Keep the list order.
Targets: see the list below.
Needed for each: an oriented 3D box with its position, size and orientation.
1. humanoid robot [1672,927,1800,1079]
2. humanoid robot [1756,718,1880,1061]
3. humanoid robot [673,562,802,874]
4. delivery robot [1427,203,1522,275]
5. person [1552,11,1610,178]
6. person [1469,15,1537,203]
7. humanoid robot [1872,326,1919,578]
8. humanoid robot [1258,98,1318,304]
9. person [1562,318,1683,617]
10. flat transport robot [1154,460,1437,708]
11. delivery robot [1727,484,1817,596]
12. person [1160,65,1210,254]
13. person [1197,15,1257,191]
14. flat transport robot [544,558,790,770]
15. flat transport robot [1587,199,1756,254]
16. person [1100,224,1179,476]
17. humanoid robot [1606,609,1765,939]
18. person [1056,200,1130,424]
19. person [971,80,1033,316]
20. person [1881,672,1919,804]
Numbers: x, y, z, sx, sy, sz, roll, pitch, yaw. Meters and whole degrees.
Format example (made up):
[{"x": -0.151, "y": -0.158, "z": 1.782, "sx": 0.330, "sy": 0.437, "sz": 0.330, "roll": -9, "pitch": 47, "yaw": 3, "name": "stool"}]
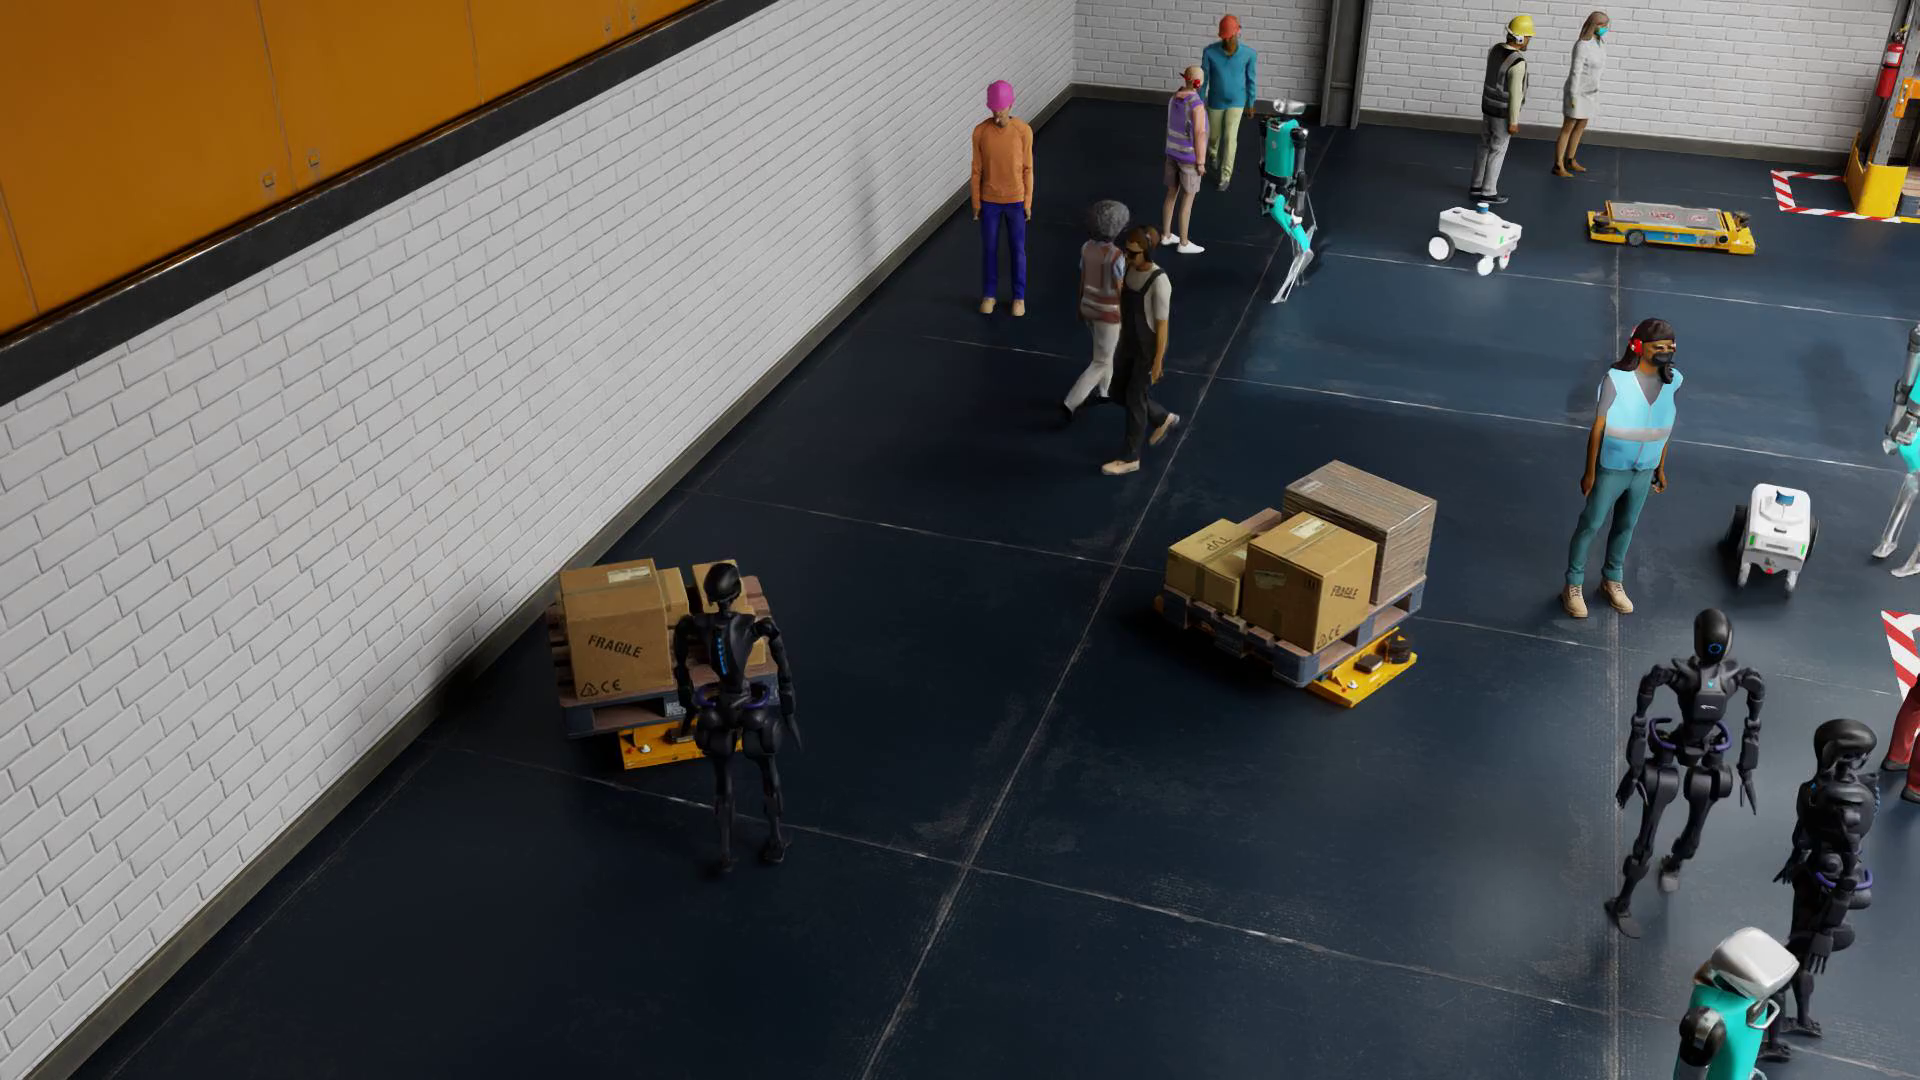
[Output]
[{"x": 2.739, "y": 2.159, "z": 5.525, "sx": 0.538, "sy": 1.773, "sz": 0.949, "roll": -27, "pitch": 40, "yaw": -37, "name": "humanoid robot"}, {"x": 3.528, "y": 1.439, "z": 6.796, "sx": 0.403, "sy": 1.638, "sz": 0.610, "roll": 6, "pitch": 31, "yaw": 10, "name": "humanoid robot"}, {"x": -1.050, "y": 0.871, "z": 7.785, "sx": 0.600, "sy": 1.670, "sz": 0.454, "roll": 3, "pitch": 31, "yaw": 6, "name": "humanoid robot"}, {"x": 4.650, "y": -2.747, "z": 15.036, "sx": 0.502, "sy": 0.613, "sz": 0.785, "roll": -24, "pitch": 38, "yaw": -34, "name": "delivery robot"}, {"x": 6.375, "y": -4.561, "z": 17.014, "sx": 0.490, "sy": 1.656, "sz": 0.338, "roll": -23, "pitch": 37, "yaw": -34, "name": "person"}, {"x": 5.303, "y": -4.202, "z": 16.250, "sx": 0.404, "sy": 1.819, "sz": 0.597, "roll": -6, "pitch": 31, "yaw": -10, "name": "person"}, {"x": 6.041, "y": -0.637, "z": 10.219, "sx": 0.671, "sy": 1.752, "sz": 0.541, "roll": -15, "pitch": 34, "yaw": -24, "name": "humanoid robot"}, {"x": 2.916, "y": -2.880, "z": 14.166, "sx": 0.819, "sy": 1.838, "sz": 0.543, "roll": -17, "pitch": 35, "yaw": -27, "name": "humanoid robot"}, {"x": 3.890, "y": -0.420, "z": 9.765, "sx": 0.518, "sy": 1.866, "sz": 0.391, "roll": -5, "pitch": 31, "yaw": -8, "name": "person"}, {"x": 1.900, "y": 0.495, "z": 9.784, "sx": 0.659, "sy": 0.231, "sz": 1.431, "roll": -26, "pitch": 39, "yaw": -37, "name": "flat transport robot"}, {"x": 5.117, "y": -0.049, "z": 10.439, "sx": 0.499, "sy": 0.606, "sz": 0.796, "roll": 13, "pitch": 33, "yaw": 21, "name": "delivery robot"}, {"x": 2.043, "y": -3.449, "z": 15.086, "sx": 0.342, "sy": 1.693, "sz": 0.491, "roll": -16, "pitch": 34, "yaw": -26, "name": "person"}, {"x": 2.690, "y": -4.466, "z": 16.804, "sx": 0.580, "sy": 1.720, "sz": 0.727, "roll": 8, "pitch": 31, "yaw": 13, "name": "person"}, {"x": -1.648, "y": 0.756, "z": 9.340, "sx": 0.659, "sy": 0.231, "sz": 1.431, "roll": -8, "pitch": 31, "yaw": -14, "name": "flat transport robot"}, {"x": 6.673, "y": -2.943, "z": 15.633, "sx": 1.431, "sy": 0.231, "sz": 0.659, "roll": 8, "pitch": 31, "yaw": 13, "name": "flat transport robot"}, {"x": 1.270, "y": -1.295, "z": 11.293, "sx": 0.552, "sy": 1.823, "sz": 0.517, "roll": -13, "pitch": 33, "yaw": -20, "name": "person"}, {"x": 3.305, "y": 1.027, "z": 7.523, "sx": 0.609, "sy": 1.647, "sz": 0.571, "roll": 5, "pitch": 31, "yaw": 8, "name": "humanoid robot"}, {"x": 0.987, "y": -1.632, "z": 12.040, "sx": 0.764, "sy": 1.667, "sz": 0.445, "roll": -21, "pitch": 36, "yaw": -31, "name": "person"}, {"x": 0.343, "y": -2.820, "z": 13.749, "sx": 0.516, "sy": 1.973, "sz": 0.402, "roll": 3, "pitch": 31, "yaw": 6, "name": "person"}, {"x": 5.003, "y": 0.519, "z": 8.264, "sx": 0.323, "sy": 1.769, "sz": 0.523, "roll": 4, "pitch": 31, "yaw": 8, "name": "person"}]
